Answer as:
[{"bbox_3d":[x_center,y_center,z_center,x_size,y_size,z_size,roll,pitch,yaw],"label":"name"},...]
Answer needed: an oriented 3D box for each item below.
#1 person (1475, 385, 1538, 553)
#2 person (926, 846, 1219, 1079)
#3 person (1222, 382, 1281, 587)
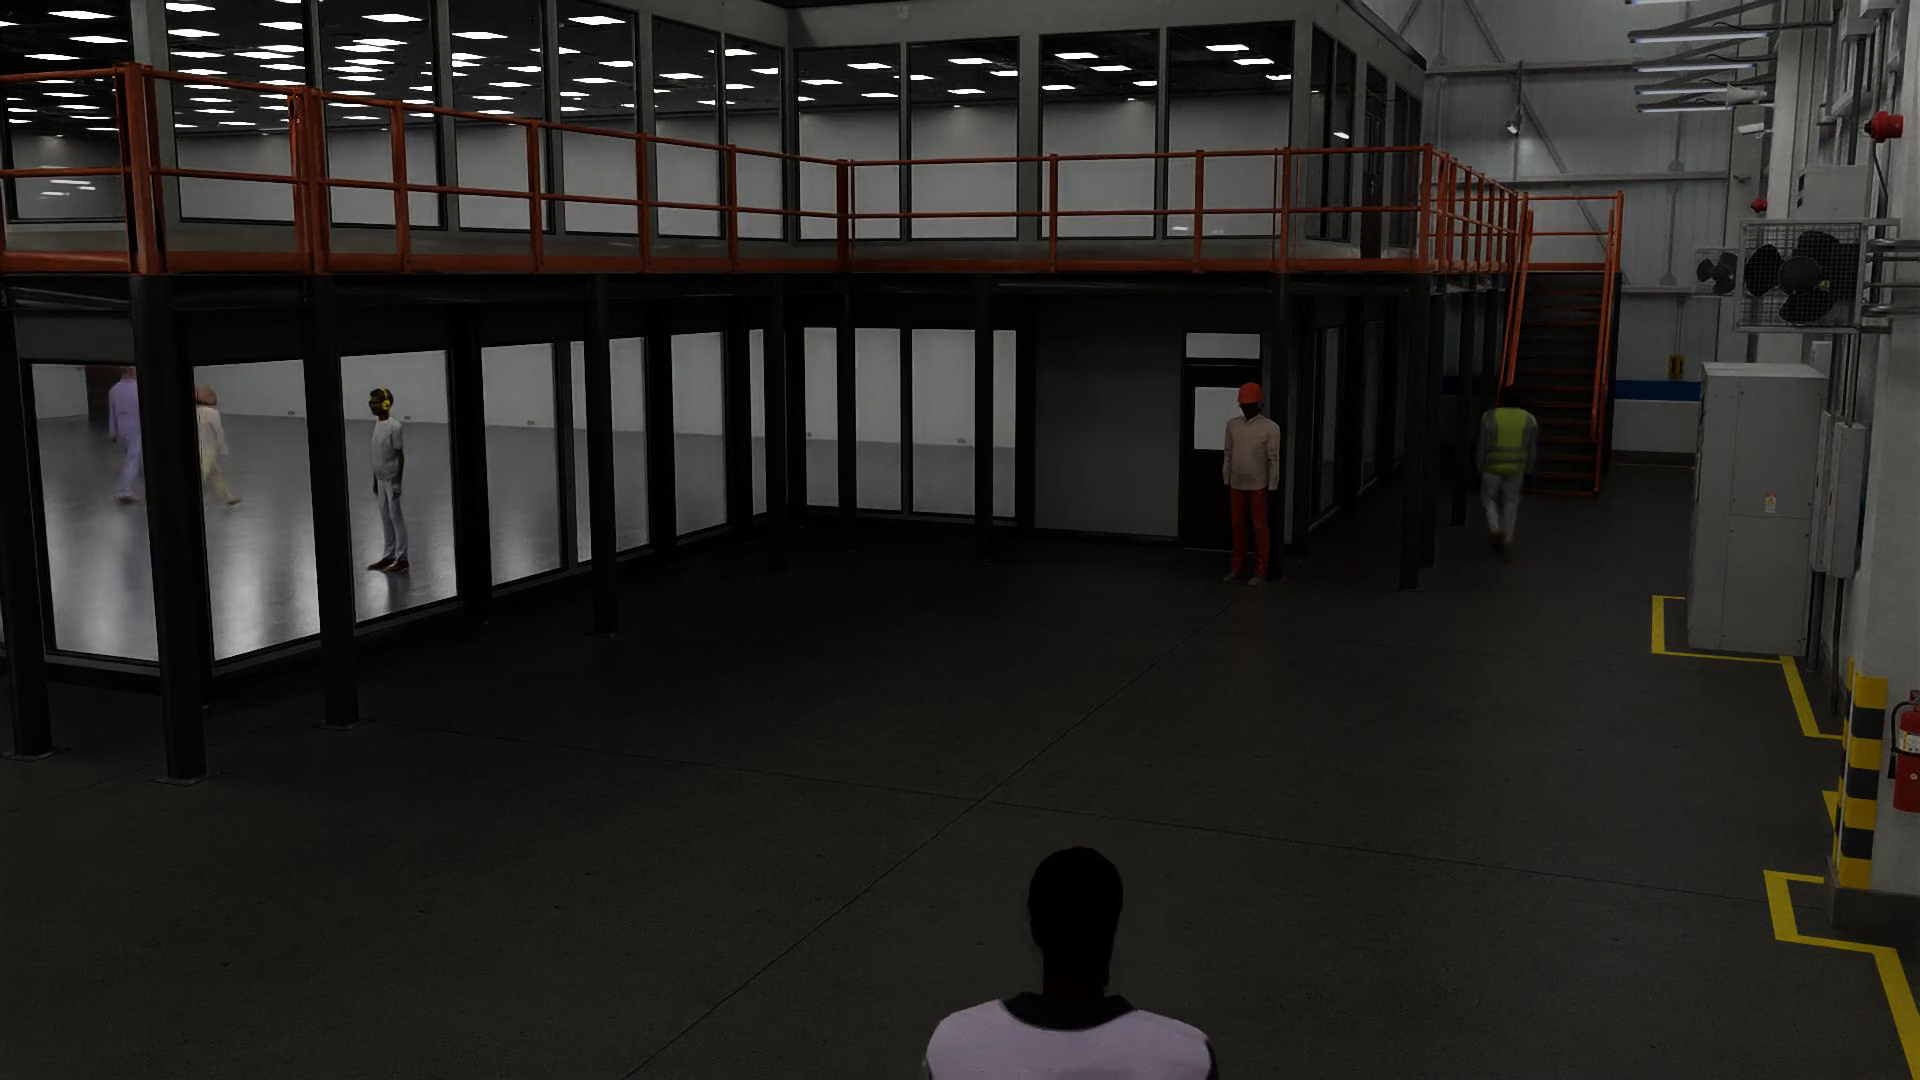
[{"bbox_3d":[5.898,-0.767,18.019,0.650,1.828,0.453,1,9,4],"label":"person"},{"bbox_3d":[0.236,1.554,3.469,0.619,1.904,0.538,2,9,10],"label":"person"},{"bbox_3d":[2.811,-0.542,16.171,0.612,1.986,0.407,8,12,41],"label":"person"}]
